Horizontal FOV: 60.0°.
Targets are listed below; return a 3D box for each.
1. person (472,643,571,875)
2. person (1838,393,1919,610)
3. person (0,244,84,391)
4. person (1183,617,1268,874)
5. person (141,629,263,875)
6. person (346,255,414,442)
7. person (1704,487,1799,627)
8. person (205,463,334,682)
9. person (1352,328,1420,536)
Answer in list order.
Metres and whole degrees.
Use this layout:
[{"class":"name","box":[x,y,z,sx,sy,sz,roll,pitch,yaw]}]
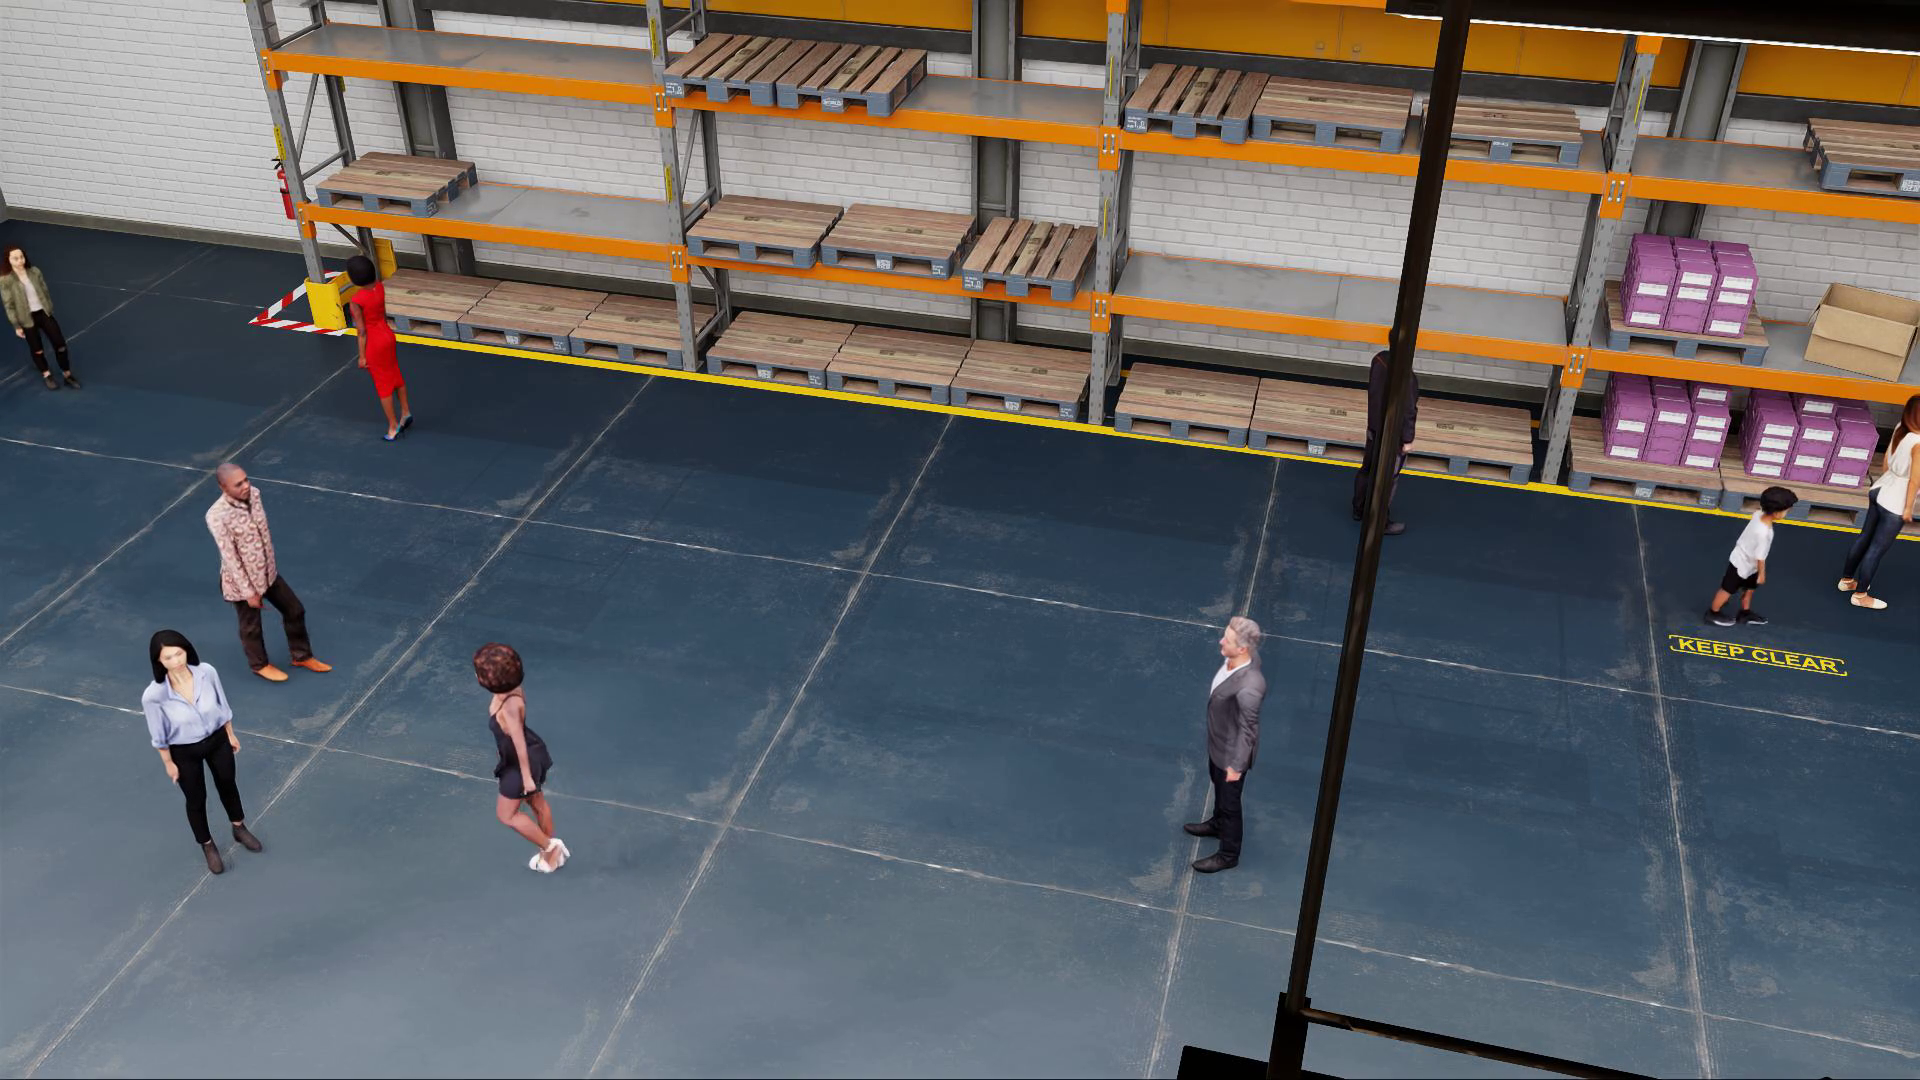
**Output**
[{"class":"person","box":[-2.561,1.339,10.048,0.719,1.783,0.674,-6,34,-9]},{"class":"person","box":[7.001,-0.293,12.533,0.594,1.750,0.638,1,34,2]},{"class":"person","box":[-8.651,-2.073,15.474,0.794,1.460,0.733,28,43,36]},{"class":"person","box":[1.645,1.226,10.165,0.711,1.841,0.791,-1,34,-2]},{"class":"person","box":[-4.653,1.274,10.181,0.723,1.743,0.730,28,43,35]},{"class":"person","box":[-5.111,-1.691,14.638,0.502,1.747,0.575,10,35,15]},{"class":"person","box":[5.783,0.130,12.357,0.669,1.239,0.505,8,35,12]},{"class":"person","box":[-5.051,0.237,11.703,0.821,1.786,0.728,13,36,18]},{"class":"person","box":[3.439,-0.903,13.369,0.812,1.840,0.799,-12,36,-18]}]
